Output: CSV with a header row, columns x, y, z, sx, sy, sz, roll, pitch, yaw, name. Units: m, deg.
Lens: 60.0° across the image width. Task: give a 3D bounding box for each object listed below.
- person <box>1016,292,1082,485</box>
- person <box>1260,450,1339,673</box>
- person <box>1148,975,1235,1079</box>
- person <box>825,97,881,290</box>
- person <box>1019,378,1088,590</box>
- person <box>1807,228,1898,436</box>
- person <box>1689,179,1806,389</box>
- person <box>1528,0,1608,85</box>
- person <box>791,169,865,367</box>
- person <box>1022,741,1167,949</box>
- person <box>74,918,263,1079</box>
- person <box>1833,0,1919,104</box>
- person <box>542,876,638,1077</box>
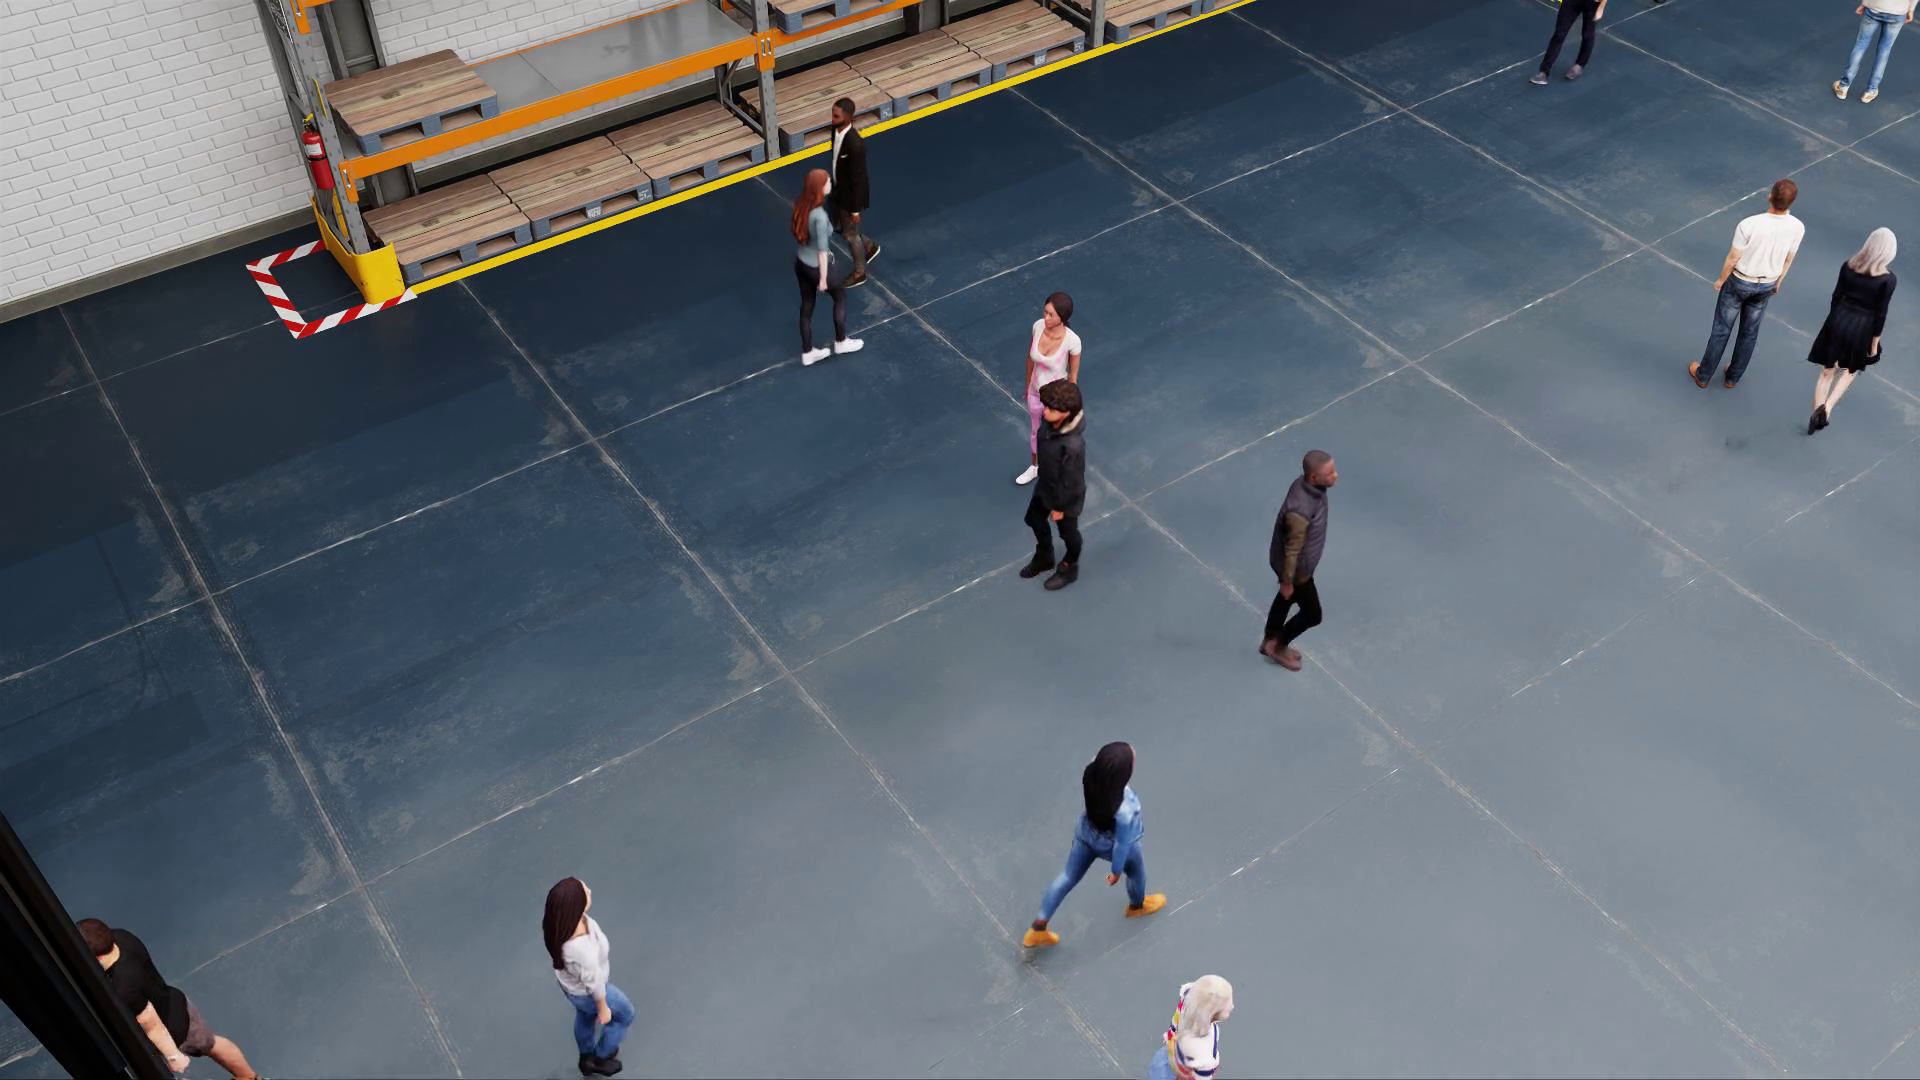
x,y,z,sx,sy,sz,roll,pitch,yaw,name
0.664,-1.065,12.097,0.628,1.741,0.614,27,50,26,person
2.109,0.118,10.793,0.906,1.828,0.807,16,46,16,person
1.011,2.652,8.163,1.020,1.786,0.939,5,44,5,person
-0.865,-2.937,14.028,0.754,1.788,0.728,-19,47,-19,person
0.755,-0.390,11.374,0.625,1.762,0.645,-23,48,-22,person
6.668,-1.531,12.597,0.680,1.726,0.670,-24,49,-23,person
6.166,-1.985,12.979,0.731,1.856,0.811,3,44,3,person
6.327,-5.456,16.657,1.090,1.810,0.799,-34,53,-30,person
-1.226,-2.130,13.227,0.754,1.724,0.574,-24,49,-23,person
0.720,1.714,9.229,1.183,1.674,0.680,-22,48,-21,person
-3.939,2.412,8.386,1.112,1.826,0.814,-19,47,-18,person
9.119,-5.228,16.349,0.754,1.905,0.759,18,46,18,person
-2.005,2.344,8.608,0.578,1.617,0.628,-28,50,-27,person
